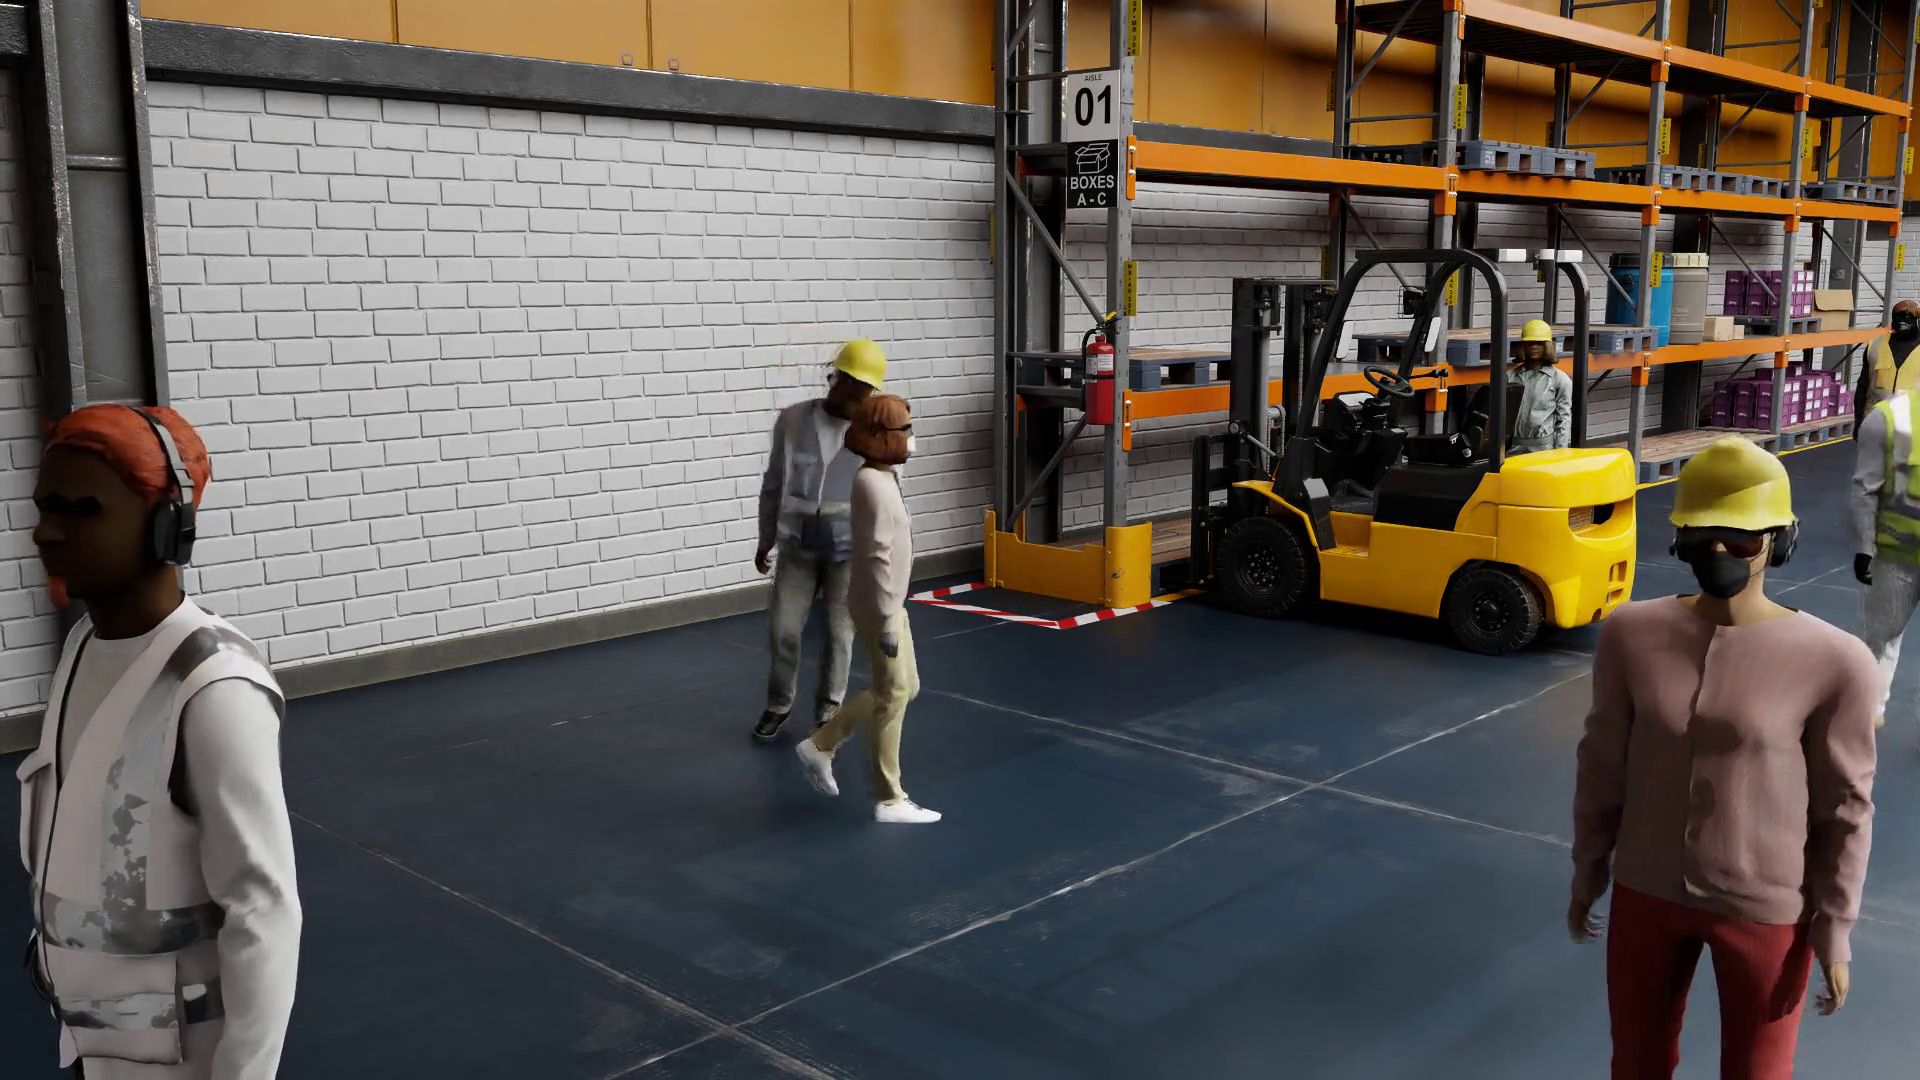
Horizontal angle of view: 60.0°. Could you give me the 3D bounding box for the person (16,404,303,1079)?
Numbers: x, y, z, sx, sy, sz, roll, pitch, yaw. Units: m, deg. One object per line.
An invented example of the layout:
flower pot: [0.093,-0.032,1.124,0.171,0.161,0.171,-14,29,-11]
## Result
person: [-1.172,0.740,2.451,0.584,1.884,0.349,9,13,43]

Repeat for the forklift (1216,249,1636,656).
forklift: [2.710,-0.584,9.626,2.313,2.155,1.214,9,13,43]

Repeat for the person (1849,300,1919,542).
person: [7.004,-0.864,12.422,0.633,1.843,0.429,9,13,43]

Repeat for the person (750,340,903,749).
person: [-0.569,0.034,7.129,0.673,1.770,0.403,1,9,7]

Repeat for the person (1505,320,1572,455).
person: [3.692,-0.551,10.792,0.493,1.746,0.283,9,13,43]

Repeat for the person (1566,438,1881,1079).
person: [1.410,0.688,3.158,0.537,1.763,0.354,8,12,42]

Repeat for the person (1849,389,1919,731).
person: [4.124,0.029,7.107,0.646,1.805,0.678,3,10,17]

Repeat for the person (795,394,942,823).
person: [-0.338,0.267,6.174,0.477,1.620,0.504,0,9,1]
